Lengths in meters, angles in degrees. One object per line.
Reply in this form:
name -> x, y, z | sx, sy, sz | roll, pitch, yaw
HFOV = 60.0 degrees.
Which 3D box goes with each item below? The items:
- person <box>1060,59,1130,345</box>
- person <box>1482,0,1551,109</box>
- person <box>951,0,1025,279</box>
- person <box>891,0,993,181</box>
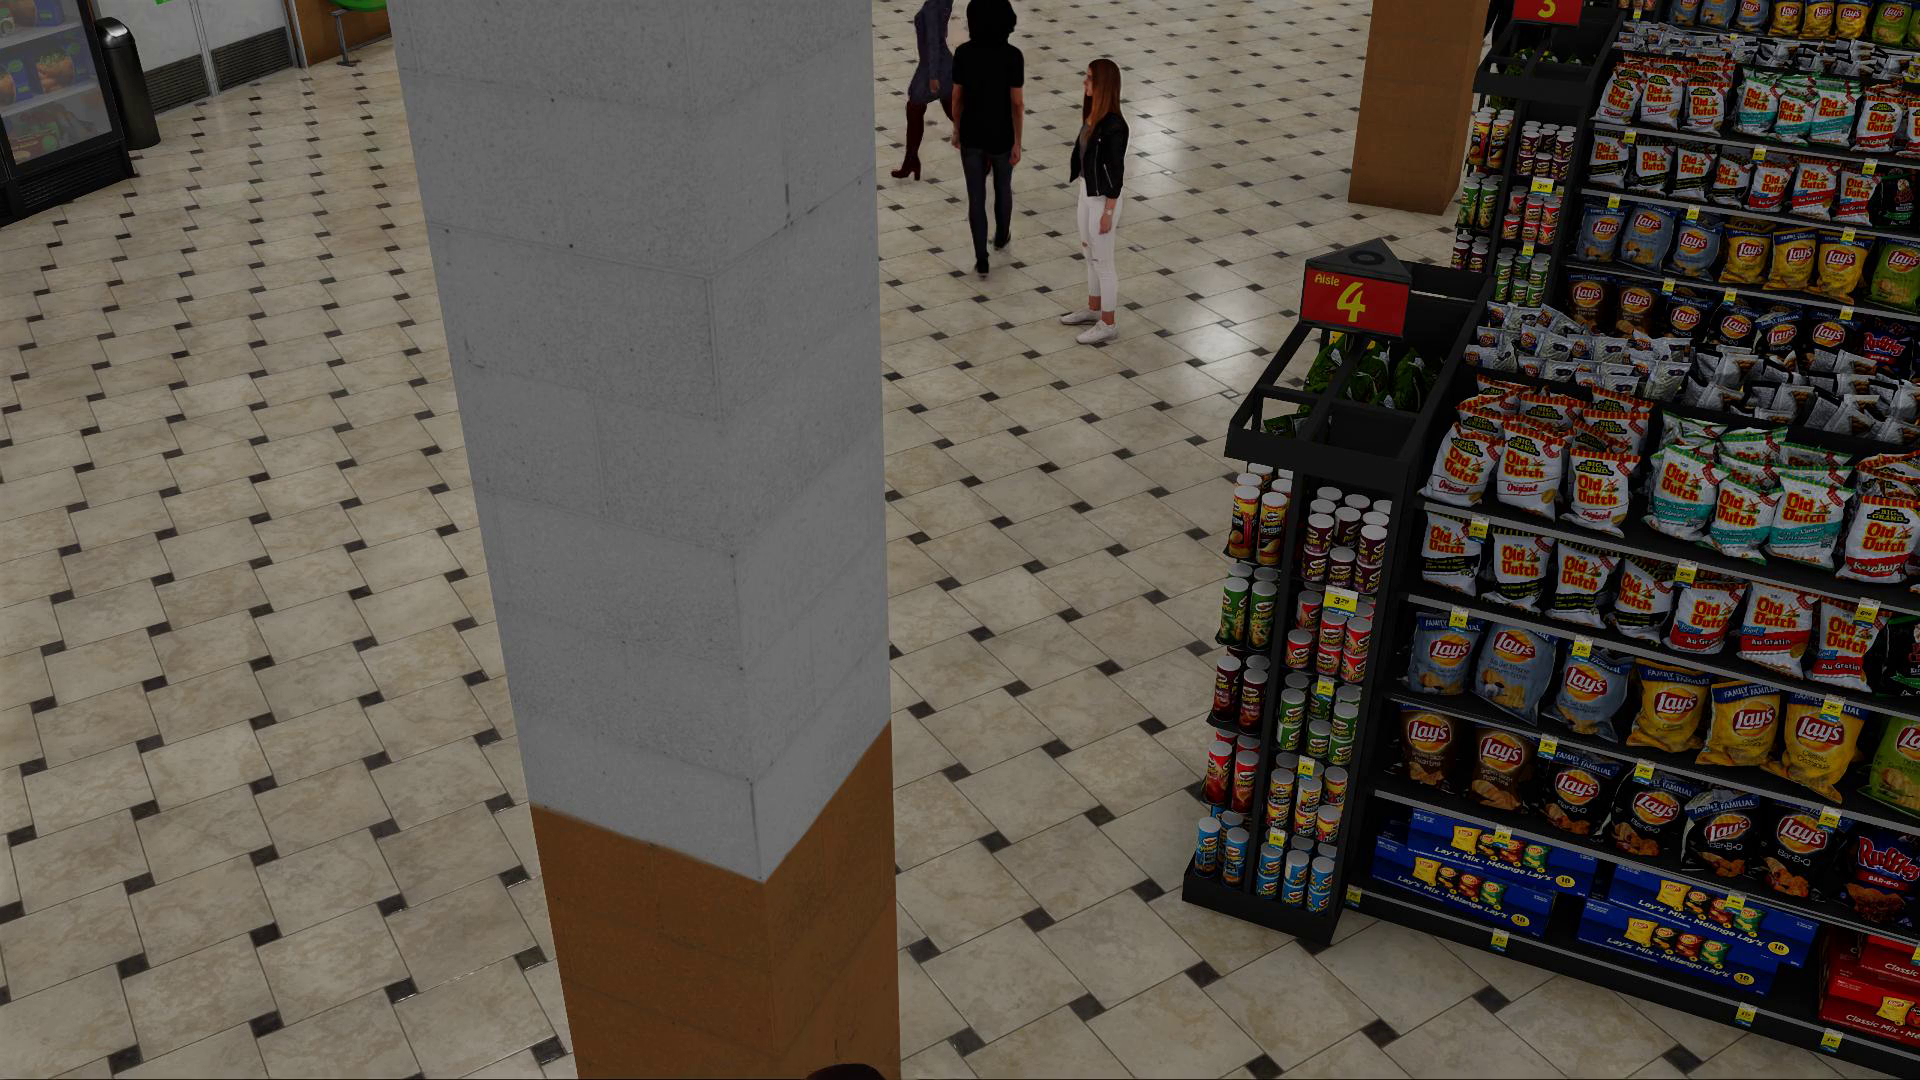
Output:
person -> 0.833, -2.022, 9.932 | 0.724, 1.703, 0.684 | -8, 33, -13
person -> 4.369, -3.817, 12.959 | 1.166, 1.552, 1.082 | -3, 32, -5
person -> 0.163, -2.577, 10.722 | 0.996, 1.810, 0.912 | 2, 32, 3
person -> -0.084, -3.406, 12.181 | 1.097, 1.677, 0.670 | 10, 33, 16
